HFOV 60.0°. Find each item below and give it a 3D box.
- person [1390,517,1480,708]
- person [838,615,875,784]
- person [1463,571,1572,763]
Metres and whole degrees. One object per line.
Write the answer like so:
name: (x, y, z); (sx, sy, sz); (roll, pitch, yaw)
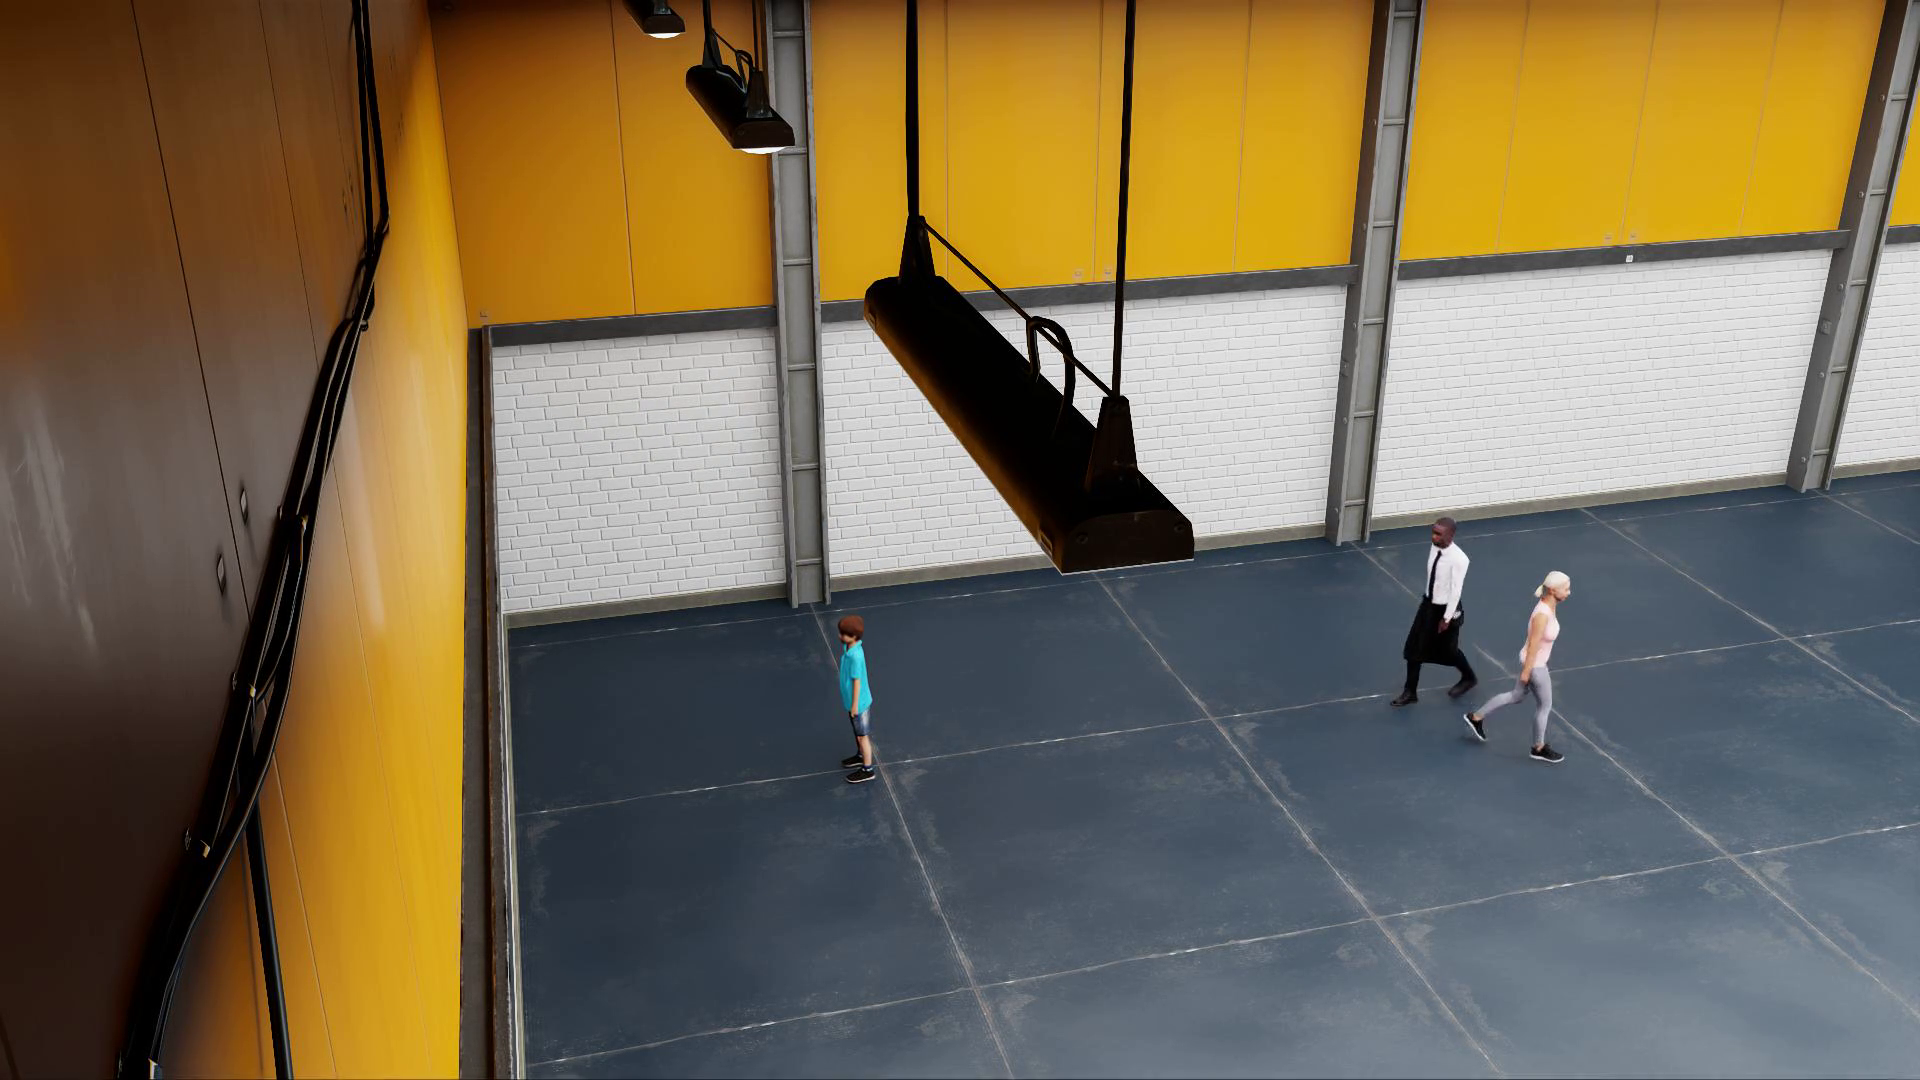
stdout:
person: (4.299, 0.639, 14.577); (1.171, 1.797, 0.792); (-10, 25, -21)
person: (-0.835, 1.268, 13.575); (0.477, 1.447, 0.516); (-5, 24, -11)
person: (4.693, 1.016, 13.839); (1.108, 1.697, 0.952); (9, 25, 21)
